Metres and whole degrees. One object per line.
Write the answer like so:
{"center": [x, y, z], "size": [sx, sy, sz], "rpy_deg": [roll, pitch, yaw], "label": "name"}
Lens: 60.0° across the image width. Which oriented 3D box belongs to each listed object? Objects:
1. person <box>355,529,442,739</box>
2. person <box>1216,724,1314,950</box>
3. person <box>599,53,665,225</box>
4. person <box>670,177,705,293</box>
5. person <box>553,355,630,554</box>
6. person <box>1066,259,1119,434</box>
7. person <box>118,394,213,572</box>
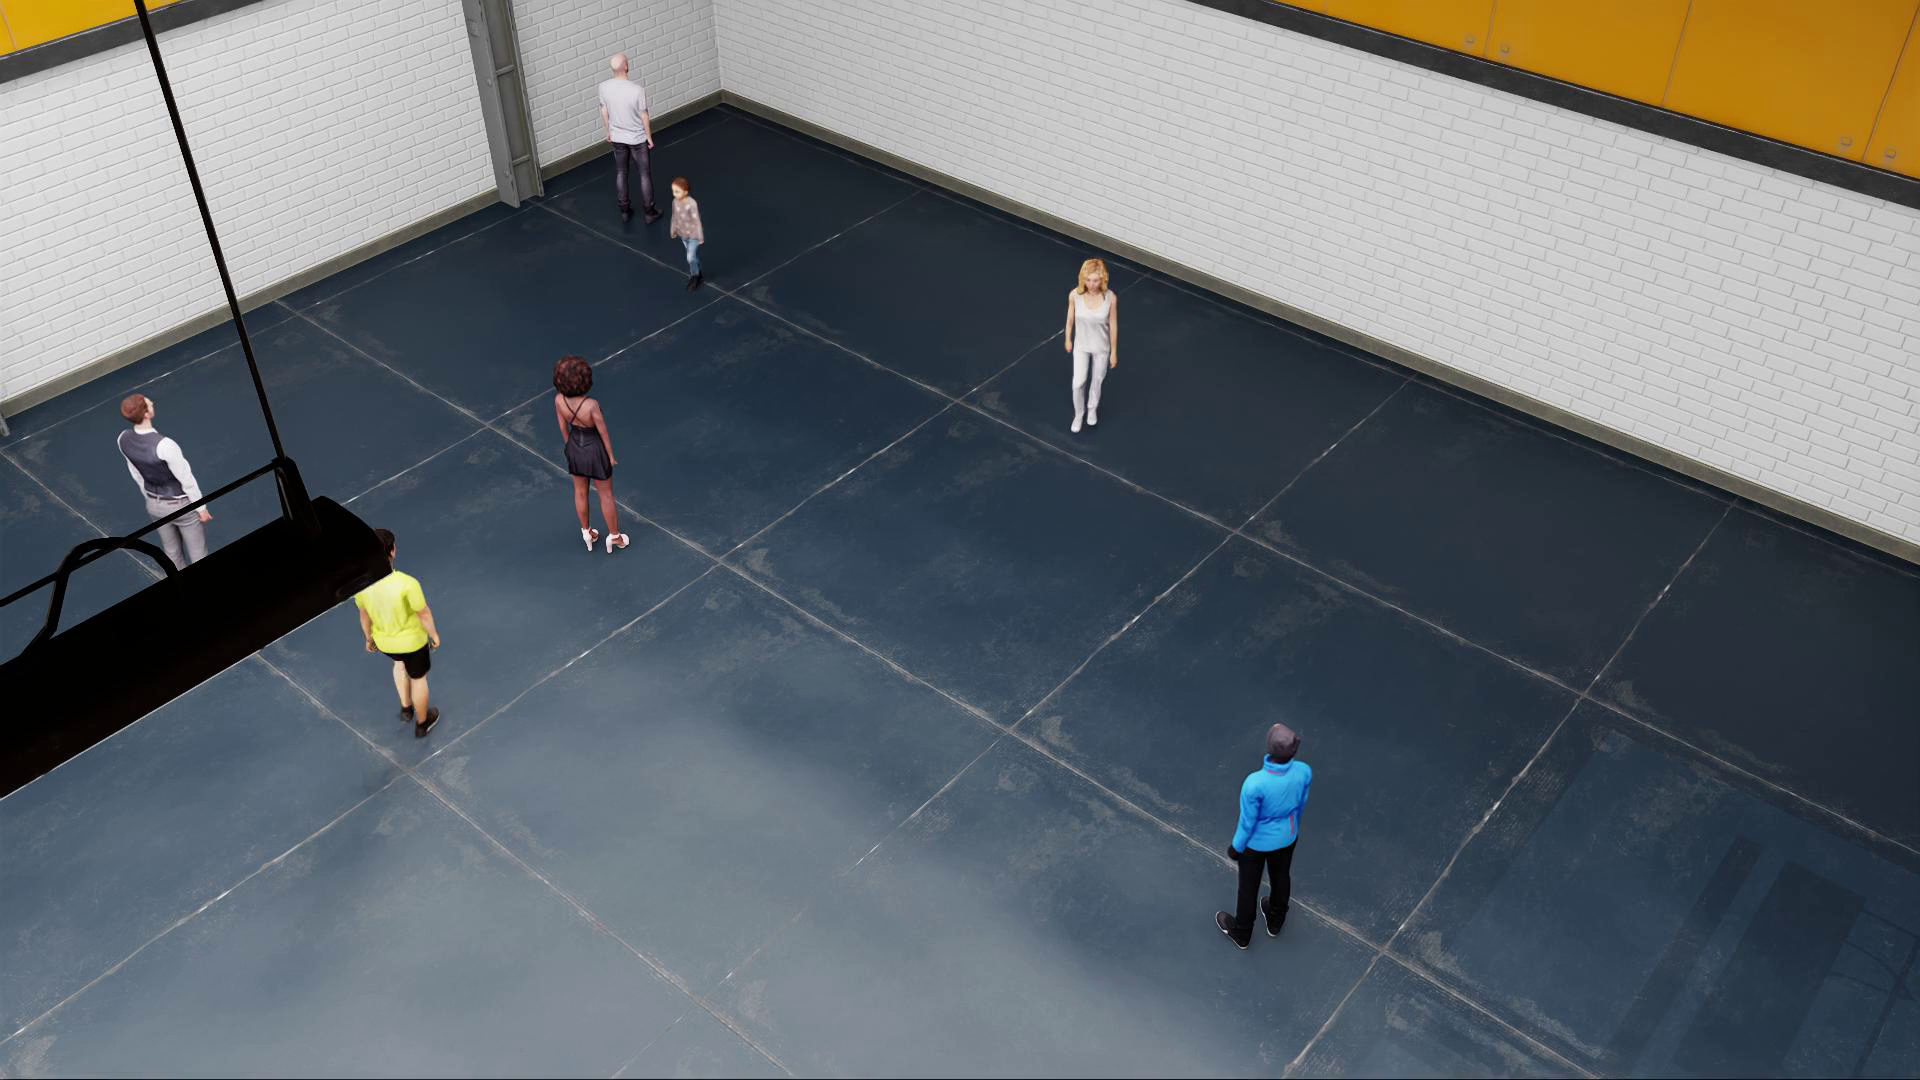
{"center": [-3.855, 0.696, 11.372], "size": [0.778, 1.695, 0.814], "rpy_deg": [4, 39, 5], "label": "person"}
{"center": [1.846, 1.779, 9.937], "size": [0.633, 1.793, 0.750], "rpy_deg": [-15, 41, -18], "label": "person"}
{"center": [-3.468, -4.197, 17.389], "size": [0.755, 1.831, 0.742], "rpy_deg": [8, 39, 10], "label": "person"}
{"center": [-2.645, -3.069, 16.495], "size": [0.509, 1.184, 0.524], "rpy_deg": [25, 45, 28], "label": "person"}
{"center": [-2.902, -0.650, 12.985], "size": [0.630, 1.784, 0.650], "rpy_deg": [10, 40, 13], "label": "person"}
{"center": [1.164, -1.752, 14.470], "size": [0.758, 1.653, 0.805], "rpy_deg": [3, 39, 4], "label": "person"}
{"center": [-5.867, -0.270, 12.385], "size": [0.735, 1.938, 0.712], "rpy_deg": [11, 40, 13], "label": "person"}
